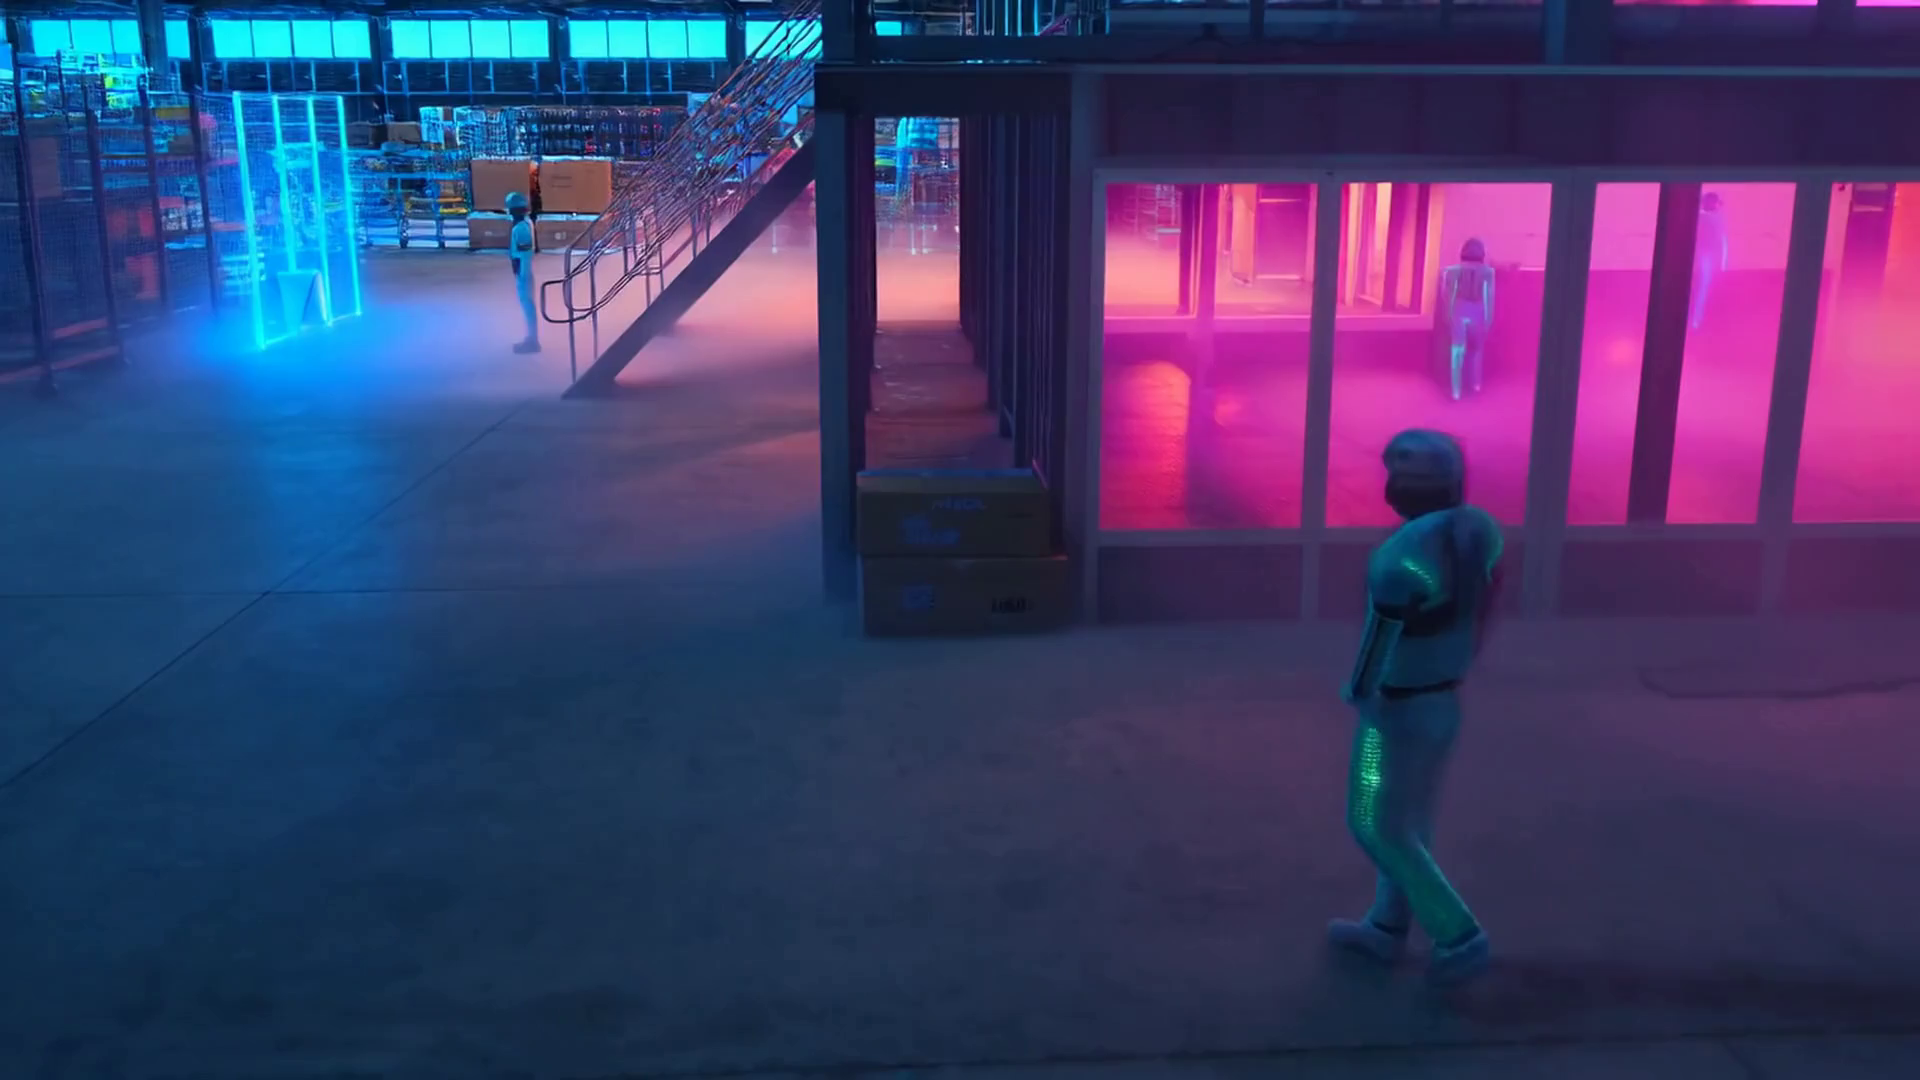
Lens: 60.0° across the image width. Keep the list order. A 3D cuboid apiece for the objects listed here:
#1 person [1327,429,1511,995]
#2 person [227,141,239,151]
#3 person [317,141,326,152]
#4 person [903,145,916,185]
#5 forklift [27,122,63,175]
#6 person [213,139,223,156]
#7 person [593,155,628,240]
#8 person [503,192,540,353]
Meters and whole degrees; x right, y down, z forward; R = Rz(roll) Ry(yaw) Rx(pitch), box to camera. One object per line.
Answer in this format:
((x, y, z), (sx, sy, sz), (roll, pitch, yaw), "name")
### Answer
((1.487, 0.559, 5.247), (0.648, 1.824, 0.632), (-13, 19, -41), "person")
((-37.715, -19.749, 86.300), (0.632, 1.890, 0.945), (-9, 17, -32), "person")
((-35.925, -21.538, 93.569), (0.644, 1.832, 0.431), (5, 15, 19), "person")
((-2.296, -16.991, 75.366), (0.595, 1.831, 0.403), (3, 14, 10), "person")
((-35.376, -14.773, 64.377), (1.129, 2.768, 1.873), (-1, 14, -2), "forklift")
((-38.283, -19.690, 85.828), (0.377, 1.995, 0.608), (8, 16, 28), "person")
((-8.424, -8.234, 40.047), (1.043, 1.986, 0.637), (10, 17, 34), "person")
((-5.335, -3.246, 20.246), (0.388, 1.929, 0.564), (-3, 14, -11), "person")
